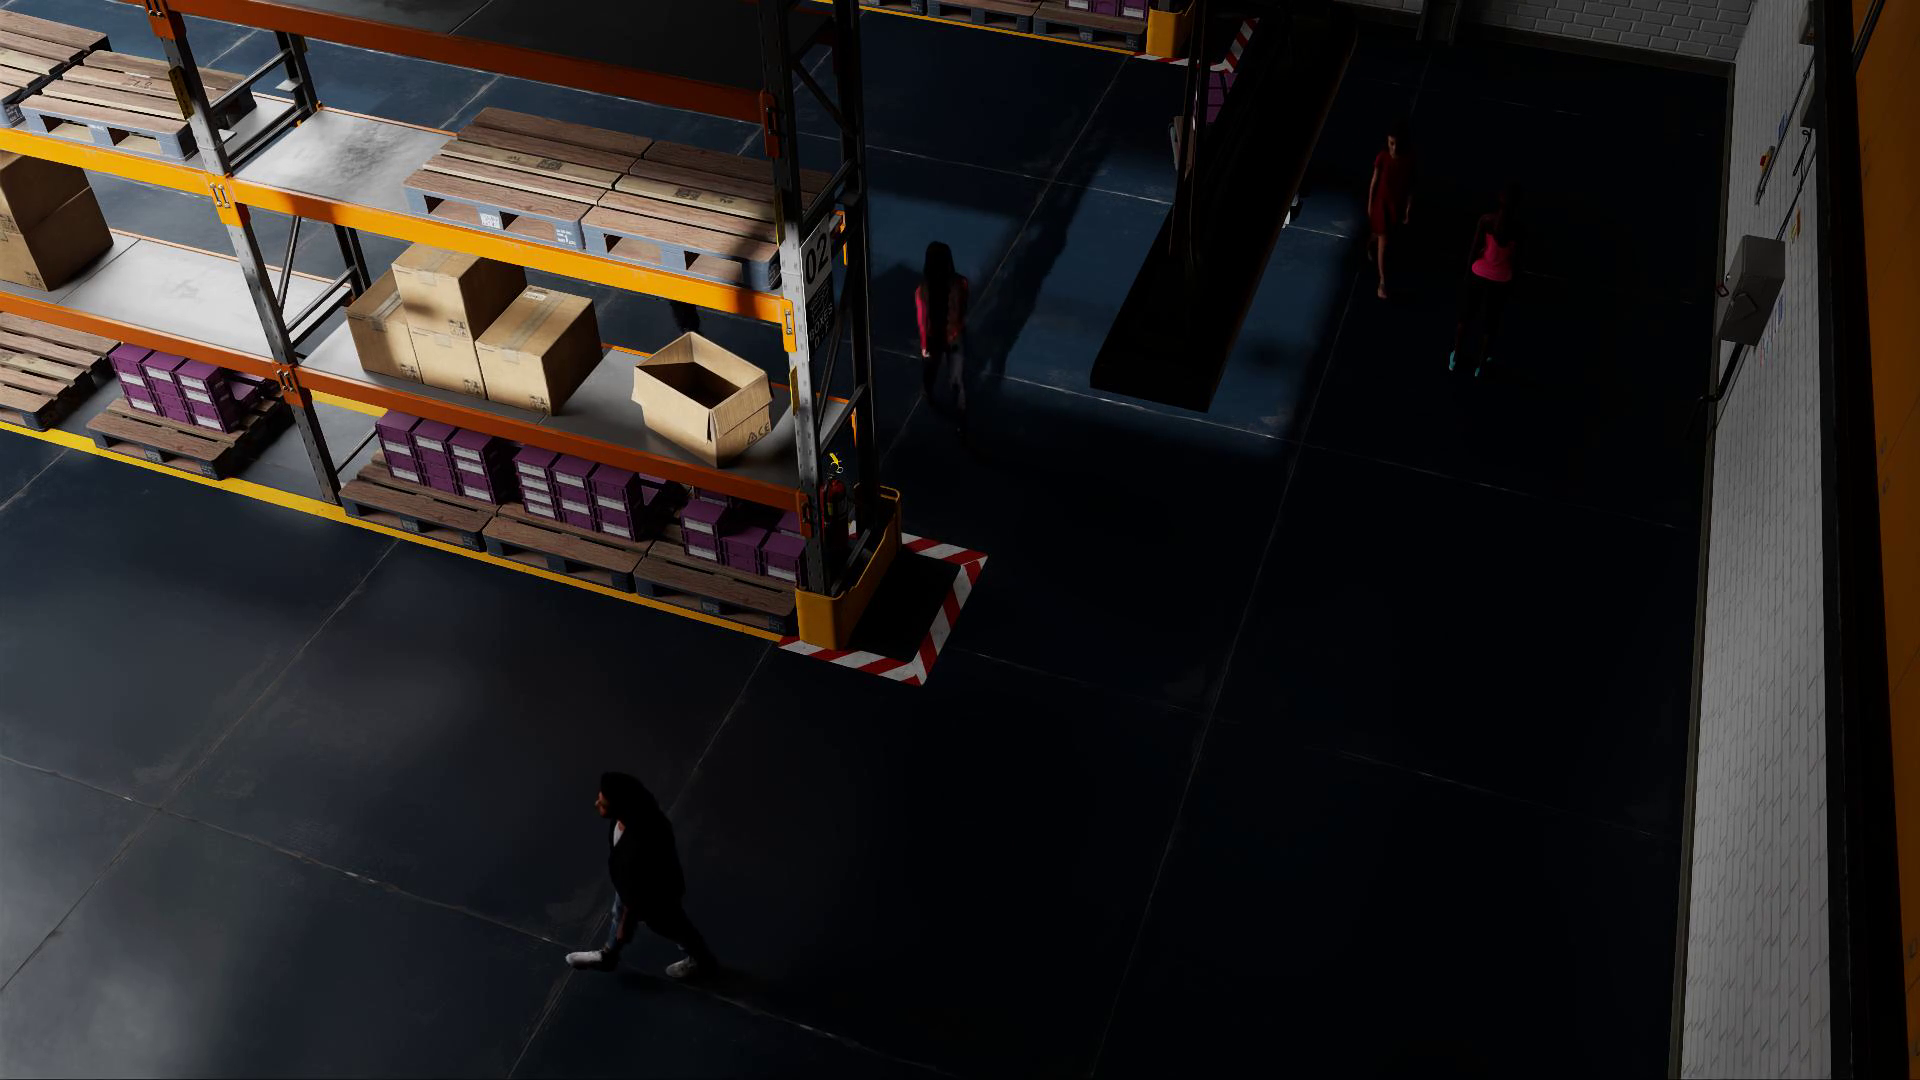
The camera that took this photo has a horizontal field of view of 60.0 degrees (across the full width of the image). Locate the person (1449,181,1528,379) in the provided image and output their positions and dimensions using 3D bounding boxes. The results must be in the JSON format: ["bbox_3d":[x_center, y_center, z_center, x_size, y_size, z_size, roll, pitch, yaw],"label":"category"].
[{"bbox_3d":[4.164,-2.046,13.082,0.532,1.725,0.650,21,47,21],"label":"person"}]

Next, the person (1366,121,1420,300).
[{"bbox_3d":[3.653,-2.908,14.132,1.054,1.525,0.860,-2,44,-2],"label":"person"}]

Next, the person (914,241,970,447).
[{"bbox_3d":[-0.066,-1.448,12.535,1.054,1.614,1.048,-13,45,-14],"label":"person"}]

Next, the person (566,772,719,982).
[{"bbox_3d":[-1.584,1.842,8.960,1.205,1.781,1.059,-8,44,-9],"label":"person"}]
